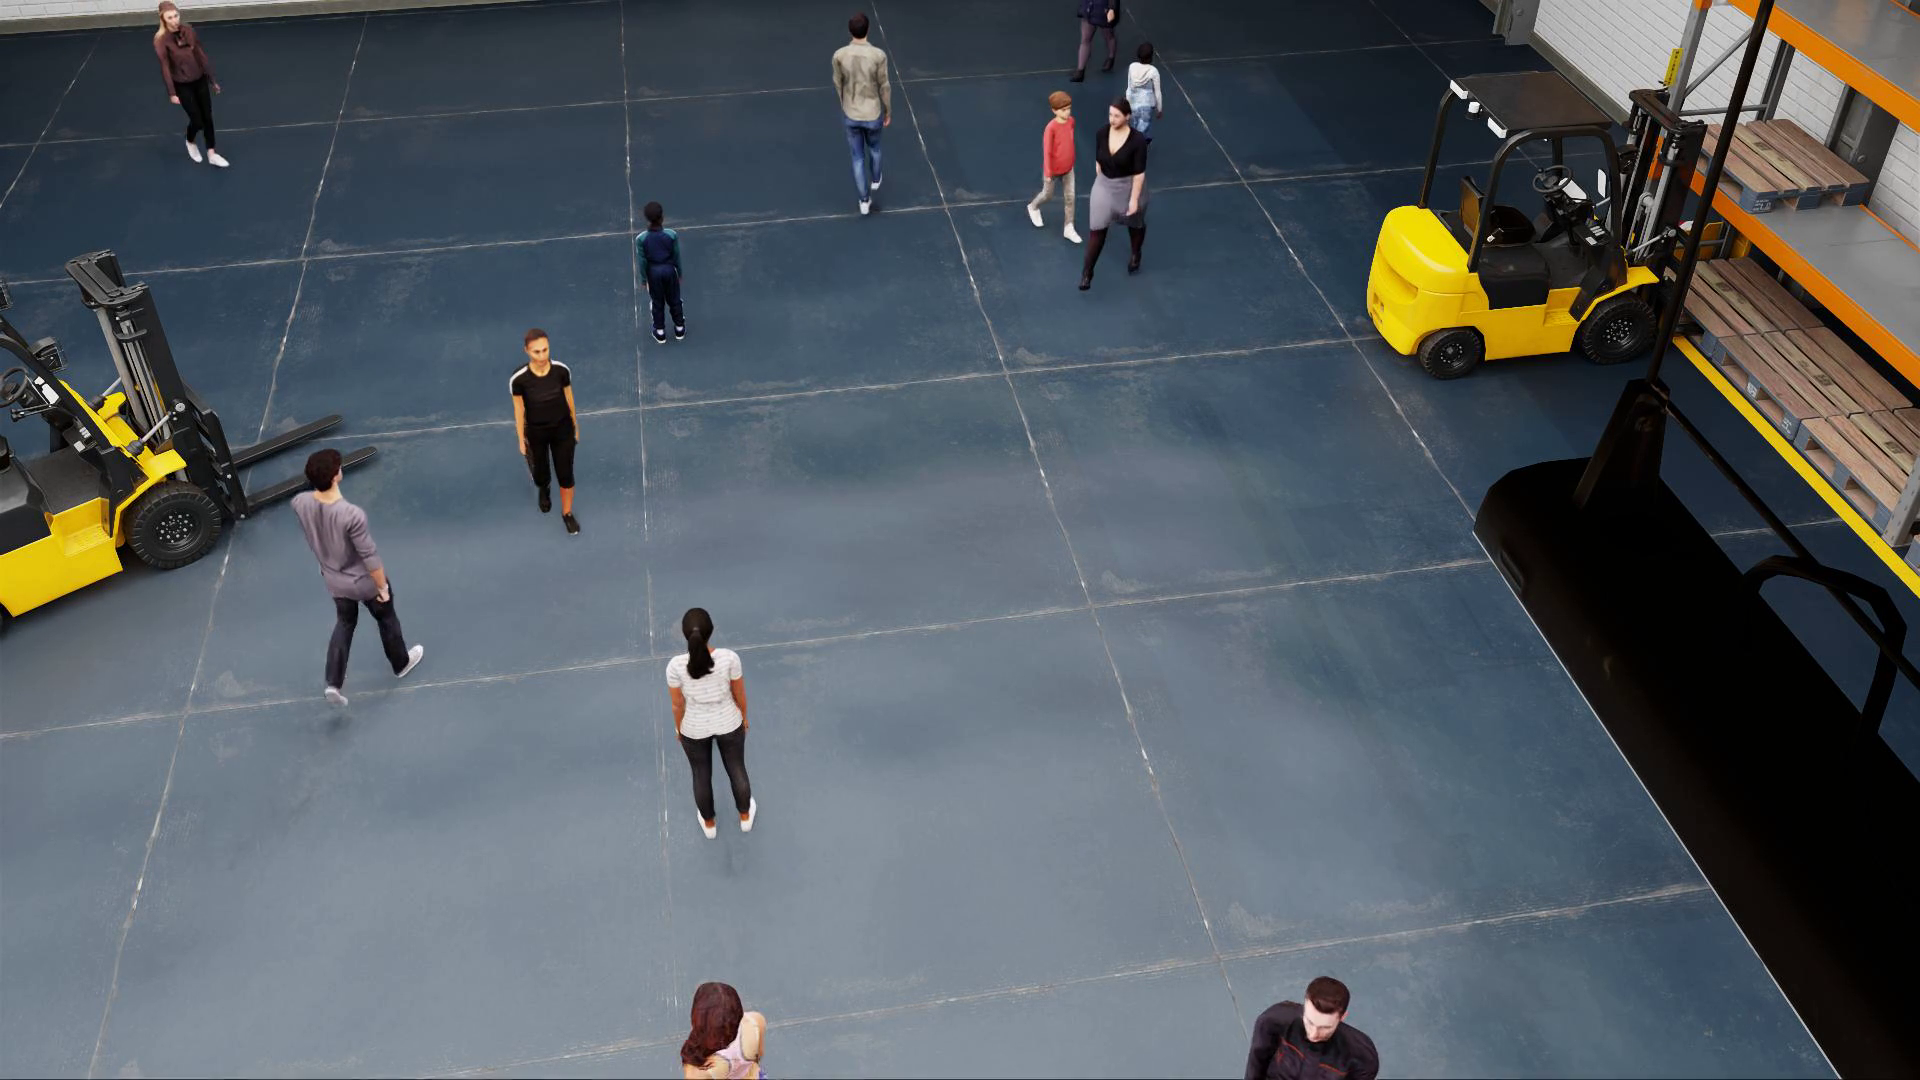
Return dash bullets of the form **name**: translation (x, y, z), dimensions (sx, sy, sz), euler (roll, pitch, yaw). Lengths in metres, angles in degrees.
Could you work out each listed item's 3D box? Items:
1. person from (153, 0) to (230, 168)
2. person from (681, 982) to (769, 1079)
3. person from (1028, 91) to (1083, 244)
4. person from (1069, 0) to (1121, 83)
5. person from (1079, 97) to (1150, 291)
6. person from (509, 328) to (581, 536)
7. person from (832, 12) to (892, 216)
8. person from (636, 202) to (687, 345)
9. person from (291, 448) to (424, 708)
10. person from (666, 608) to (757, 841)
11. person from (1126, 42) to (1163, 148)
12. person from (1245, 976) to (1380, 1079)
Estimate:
- **person**: translation (-7.570, -4.456, 16.254), dimensions (0.831, 1.690, 0.767), euler (20, 43, 23)
- **person**: translation (-0.939, 2.601, 7.388), dimensions (0.939, 1.727, 1.175), euler (-26, 45, -29)
- **person**: translation (0.856, -3.451, 15.229), dimensions (0.794, 1.398, 0.995), euler (-24, 44, -27)
- **person**: translation (1.564, -5.788, 17.970), dimensions (1.087, 1.629, 1.136), euler (25, 45, 28)
- **person**: translation (1.444, -3.029, 14.452), dimensions (1.101, 1.708, 1.200), euler (20, 43, 23)
- **person**: translation (-2.919, -0.797, 11.703), dimensions (0.680, 1.652, 0.770), euler (-15, 41, -18)
- **person**: translation (-0.921, -3.903, 15.443), dimensions (0.771, 1.837, 1.013), euler (-1, 39, -2)
- **person**: translation (-2.482, -2.224, 13.807), dimensions (0.517, 1.256, 0.497), euler (-11, 40, -13)
- **person**: translation (-3.793, 0.262, 10.234), dimensions (0.941, 1.830, 1.112), euler (10, 40, 13)
- **person**: translation (-1.406, 1.042, 9.407), dimensions (0.573, 1.643, 0.518), euler (-8, 39, -10)
- **person**: translation (1.761, -4.241, 16.357), dimensions (0.837, 1.225, 0.916), euler (22, 43, 25)
- **person**: translation (1.530, 2.483, 7.417), dimensions (1.180, 1.875, 1.259), euler (22, 44, 25)
